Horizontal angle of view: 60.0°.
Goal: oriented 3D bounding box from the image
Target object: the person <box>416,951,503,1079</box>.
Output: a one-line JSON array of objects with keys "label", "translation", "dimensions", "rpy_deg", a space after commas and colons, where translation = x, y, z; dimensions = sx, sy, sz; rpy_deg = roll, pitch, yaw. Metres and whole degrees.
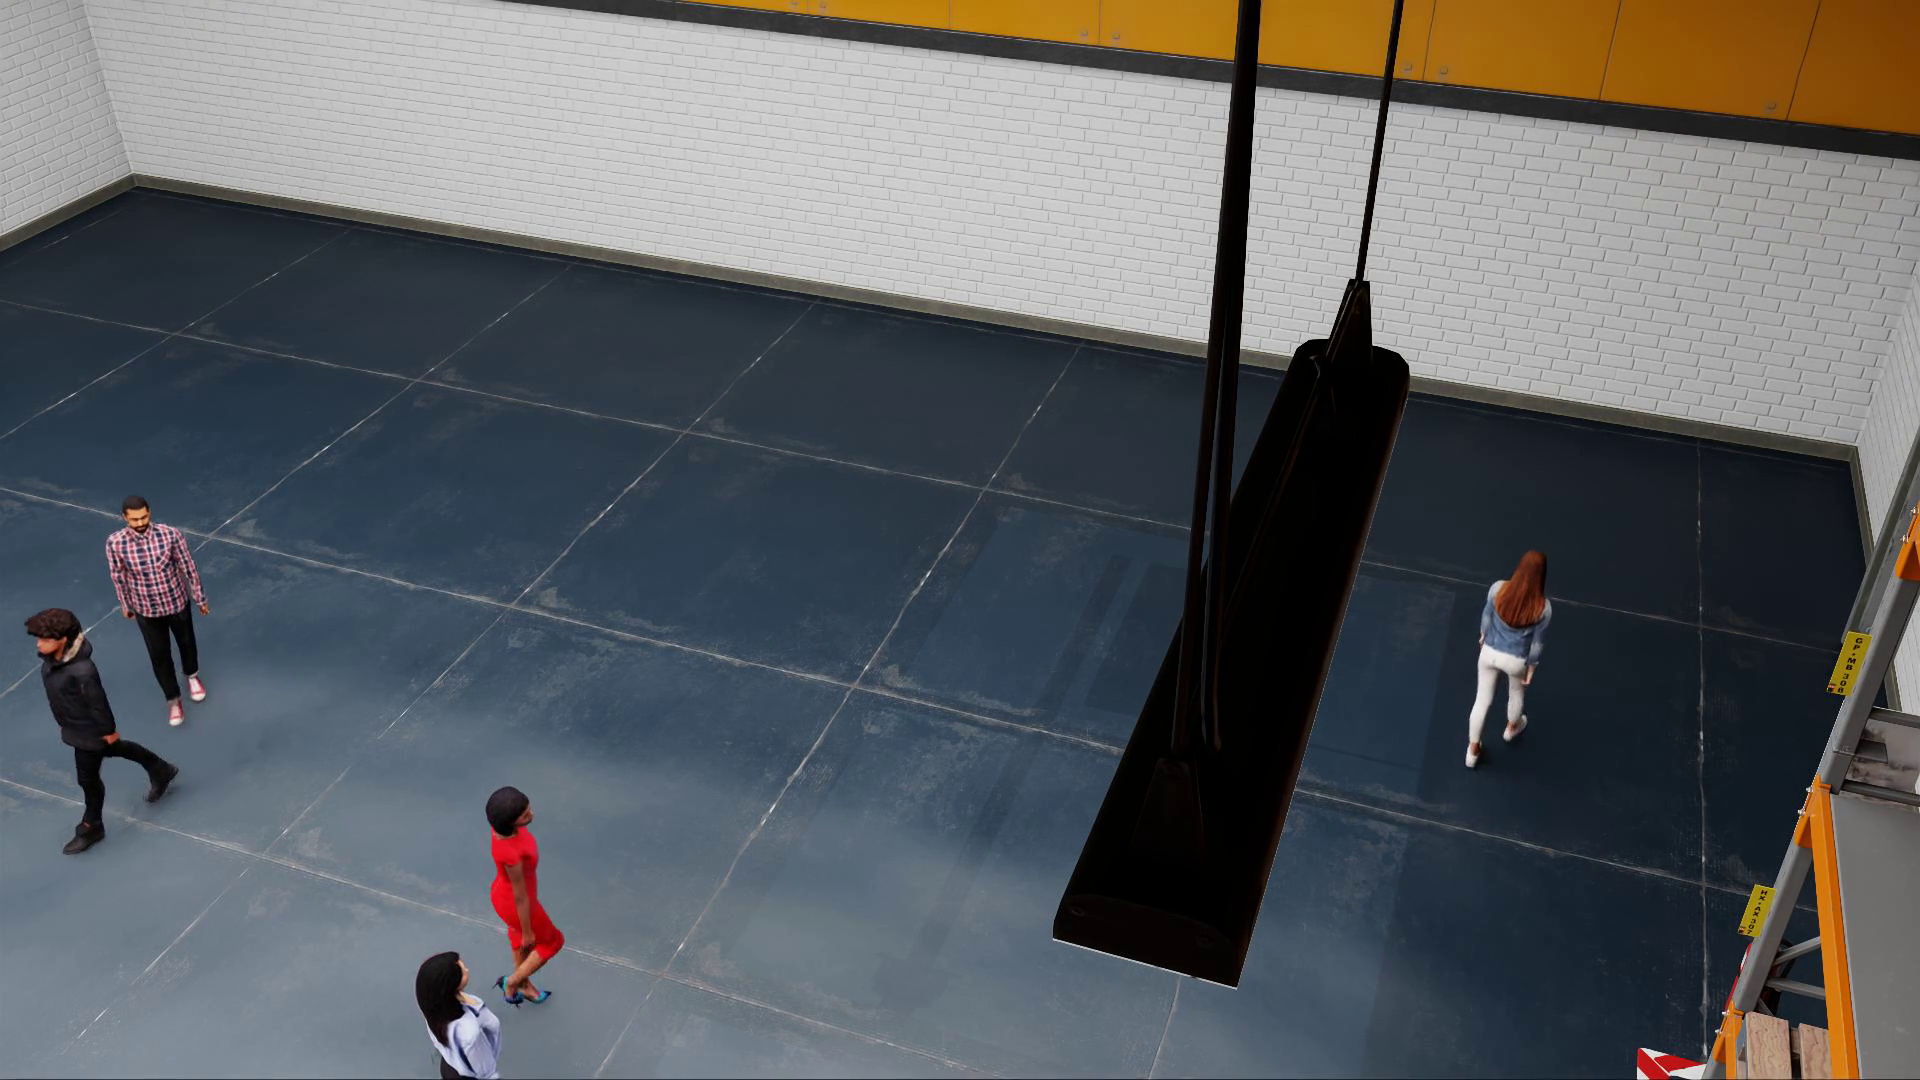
[{"label": "person", "translation": [-2.503, 2.738, 8.482], "dimensions": [0.731, 1.743, 0.700], "rpy_deg": [28, 42, 35]}]

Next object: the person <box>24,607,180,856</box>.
[{"label": "person", "translation": [-5.634, 1.147, 10.872], "dimensions": [0.855, 1.748, 1.190], "rpy_deg": [23, 40, 31]}]

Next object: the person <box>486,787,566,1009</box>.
[{"label": "person", "translation": [-2.567, 2.107, 9.443], "dimensions": [0.899, 1.731, 0.836], "rpy_deg": [-16, 37, -23]}]

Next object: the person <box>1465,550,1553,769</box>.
[{"label": "person", "translation": [3.696, 0.862, 11.370], "dimensions": [0.748, 1.671, 0.959], "rpy_deg": [18, 38, 25]}]

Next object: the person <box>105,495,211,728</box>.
[{"label": "person", "translation": [-5.759, 0.406, 11.985], "dimensions": [0.992, 1.749, 1.048], "rpy_deg": [-15, 37, -22]}]
